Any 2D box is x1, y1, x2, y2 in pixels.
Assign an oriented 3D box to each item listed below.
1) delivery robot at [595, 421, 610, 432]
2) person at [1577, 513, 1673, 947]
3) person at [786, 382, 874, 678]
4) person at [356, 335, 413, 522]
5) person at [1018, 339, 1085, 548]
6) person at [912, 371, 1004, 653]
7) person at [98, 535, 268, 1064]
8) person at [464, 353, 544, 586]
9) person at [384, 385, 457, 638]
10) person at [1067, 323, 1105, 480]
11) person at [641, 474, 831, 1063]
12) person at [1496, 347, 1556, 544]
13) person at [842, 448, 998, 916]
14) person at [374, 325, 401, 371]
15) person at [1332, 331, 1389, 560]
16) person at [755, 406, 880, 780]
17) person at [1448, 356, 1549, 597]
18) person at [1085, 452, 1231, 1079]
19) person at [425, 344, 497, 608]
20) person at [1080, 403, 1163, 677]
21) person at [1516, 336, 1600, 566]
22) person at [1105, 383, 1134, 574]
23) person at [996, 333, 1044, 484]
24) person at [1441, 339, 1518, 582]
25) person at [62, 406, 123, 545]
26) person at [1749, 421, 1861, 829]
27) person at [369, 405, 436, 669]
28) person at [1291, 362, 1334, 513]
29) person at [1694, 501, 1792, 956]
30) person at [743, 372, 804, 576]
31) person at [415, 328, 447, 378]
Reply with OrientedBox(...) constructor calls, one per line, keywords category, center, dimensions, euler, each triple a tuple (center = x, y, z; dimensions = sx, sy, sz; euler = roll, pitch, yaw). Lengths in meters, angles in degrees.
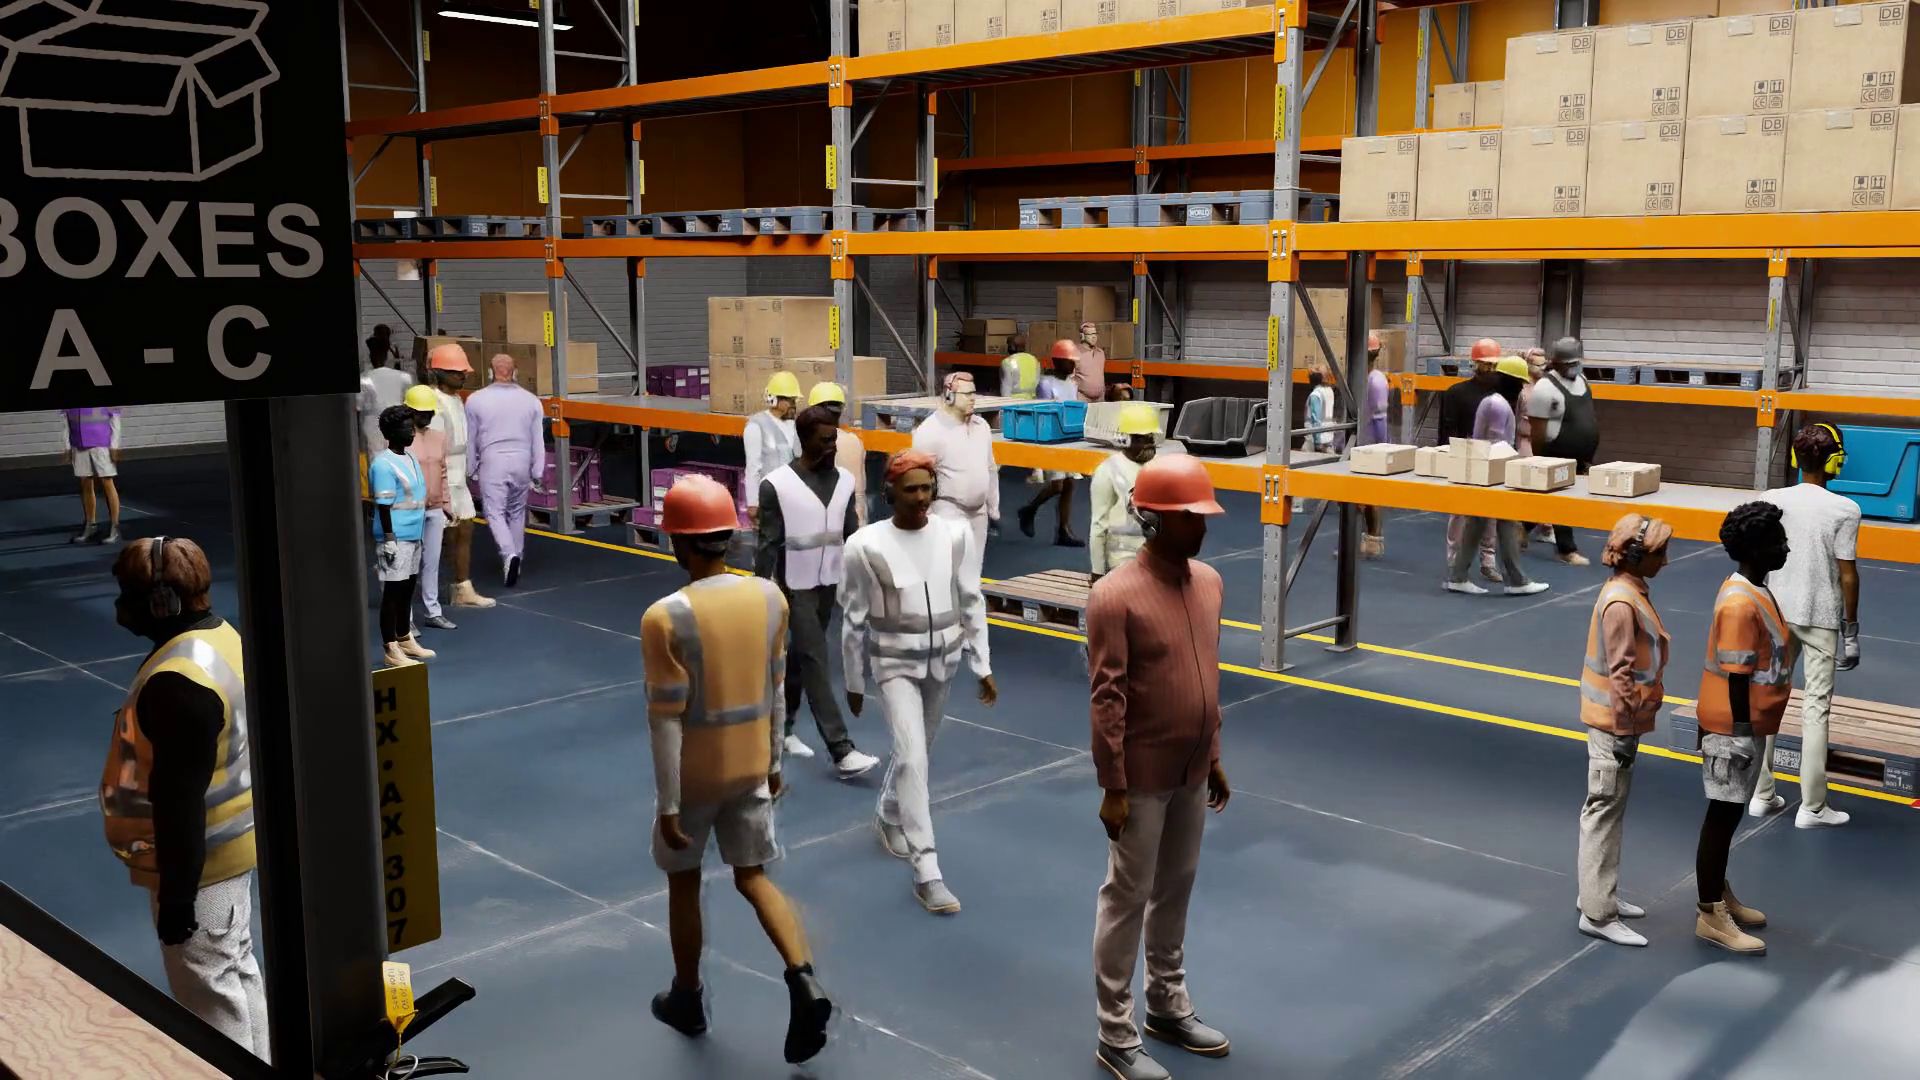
OrientedBox(category="delivery robot", center=(-5.156, -1.818, 24.917), dimensions=(0.477, 0.478, 0.707), euler=(4, 10, 21))
OrientedBox(category="person", center=(2.537, 0.710, 6.389), dimensions=(0.310, 1.640, 0.514), euler=(4, 10, 22))
OrientedBox(category="person", center=(-0.741, -0.056, 10.405), dimensions=(0.967, 1.860, 0.625), euler=(3, 10, 19))
OrientedBox(category="person", center=(-5.686, -1.056, 16.383), dimensions=(0.620, 1.916, 0.997), euler=(-9, 13, -43))
OrientedBox(category="person", center=(0.870, -0.889, 15.325), dimensions=(0.593, 1.924, 0.569), euler=(8, 12, 40))
OrientedBox(category="person", center=(0.001, -0.170, 11.021), dimensions=(0.447, 1.890, 0.646), euler=(8, 12, 41))
OrientedBox(category="person", center=(-2.163, 0.895, 4.681), dimensions=(0.430, 1.836, 0.618), euler=(-3, 10, -18))
OrientedBox(category="person", center=(-3.699, -0.581, 13.578), dimensions=(0.640, 1.880, 0.825), euler=(-6, 11, -32))
OrientedBox(category="person", center=(-3.765, -0.206, 11.646), dimensions=(0.331, 1.760, 0.522), euler=(6, 11, 33))
OrientedBox(category="person", center=(1.553, -1.692, 20.298), dimensions=(0.636, 1.909, 0.406), euler=(-7, 12, -38))
OrientedBox(category="person", center=(-0.751, 0.743, 5.349), dimensions=(0.552, 1.919, 0.807), euler=(-8, 12, -39))
OrientedBox(category="person", center=(5.259, -0.894, 15.617), dimensions=(1.032, 1.847, 0.643), euler=(6, 11, 33))
OrientedBox(category="person", center=(-0.201, 0.528, 6.914), dimensions=(0.579, 1.842, 0.966), euler=(-5, 11, -28))
OrientedBox(category="person", center=(-7.886, -2.029, 22.687), dimensions=(0.947, 1.794, 0.538), euler=(1, 9, 7))
OrientedBox(category="person", center=(3.468, -0.825, 14.603), dimensions=(0.608, 2.023, 0.624), euler=(1, 9, 3))
OrientedBox(category="person", center=(-0.693, 0.257, 8.457), dimensions=(0.992, 1.863, 0.625), euler=(8, 12, 40))
OrientedBox(category="person", center=(4.258, -0.492, 13.031), dimensions=(0.852, 1.871, 0.666), euler=(1, 9, 5))
OrientedBox(category="person", center=(0.641, 0.714, 5.274), dimensions=(0.375, 1.996, 0.611), euler=(9, 13, 43))
OrientedBox(category="person", center=(-3.931, -0.464, 12.460), dimensions=(0.757, 2.012, 0.619), euler=(1, 9, 3))
OrientedBox(category="person", center=(1.005, 0.070, 9.856), dimensions=(0.589, 1.797, 0.894), euler=(-8, 12, -40))
OrientedBox(category="person", center=(5.178, -0.821, 14.543), dimensions=(0.727, 2.000, 0.811), euler=(-8, 12, -39))
OrientedBox(category="person", center=(1.343, -0.495, 13.828), dimensions=(0.538, 1.618, 0.405), euler=(-7, 12, -37))
OrientedBox(category="person", center=(0.677, -1.576, 19.944), dimensions=(0.654, 1.788, 0.974), euler=(-8, 12, -39))
OrientedBox(category="person", center=(4.248, -0.644, 13.600), dimensions=(0.622, 1.992, 0.387), euler=(0, 9, -3))
OrientedBox(category="person", center=(-8.066, -0.909, 15.409), dimensions=(0.551, 1.932, 0.378), euler=(2, 9, 10))
OrientedBox(category="person", center=(3.894, 0.389, 7.651), dimensions=(0.328, 1.872, 0.510), euler=(-6, 11, -34))
OrientedBox(category="person", center=(-3.591, -0.022, 10.698), dimensions=(0.315, 1.696, 0.541), euler=(0, 9, 3))
OrientedBox(category="person", center=(3.785, -1.051, 17.284), dimensions=(0.800, 1.605, 0.512), euler=(6, 11, 33))
OrientedBox(category="person", center=(2.962, 0.694, 6.301), dimensions=(0.318, 1.700, 0.535), euler=(5, 10, 27))
OrientedBox(category="person", center=(-1.318, -0.329, 12.195), dimensions=(0.425, 1.815, 0.608), euler=(7, 12, 39))
OrientedBox(category="person", center=(-6.755, -1.828, 21.497), dimensions=(0.623, 1.806, 0.638), euler=(-4, 10, -24))
